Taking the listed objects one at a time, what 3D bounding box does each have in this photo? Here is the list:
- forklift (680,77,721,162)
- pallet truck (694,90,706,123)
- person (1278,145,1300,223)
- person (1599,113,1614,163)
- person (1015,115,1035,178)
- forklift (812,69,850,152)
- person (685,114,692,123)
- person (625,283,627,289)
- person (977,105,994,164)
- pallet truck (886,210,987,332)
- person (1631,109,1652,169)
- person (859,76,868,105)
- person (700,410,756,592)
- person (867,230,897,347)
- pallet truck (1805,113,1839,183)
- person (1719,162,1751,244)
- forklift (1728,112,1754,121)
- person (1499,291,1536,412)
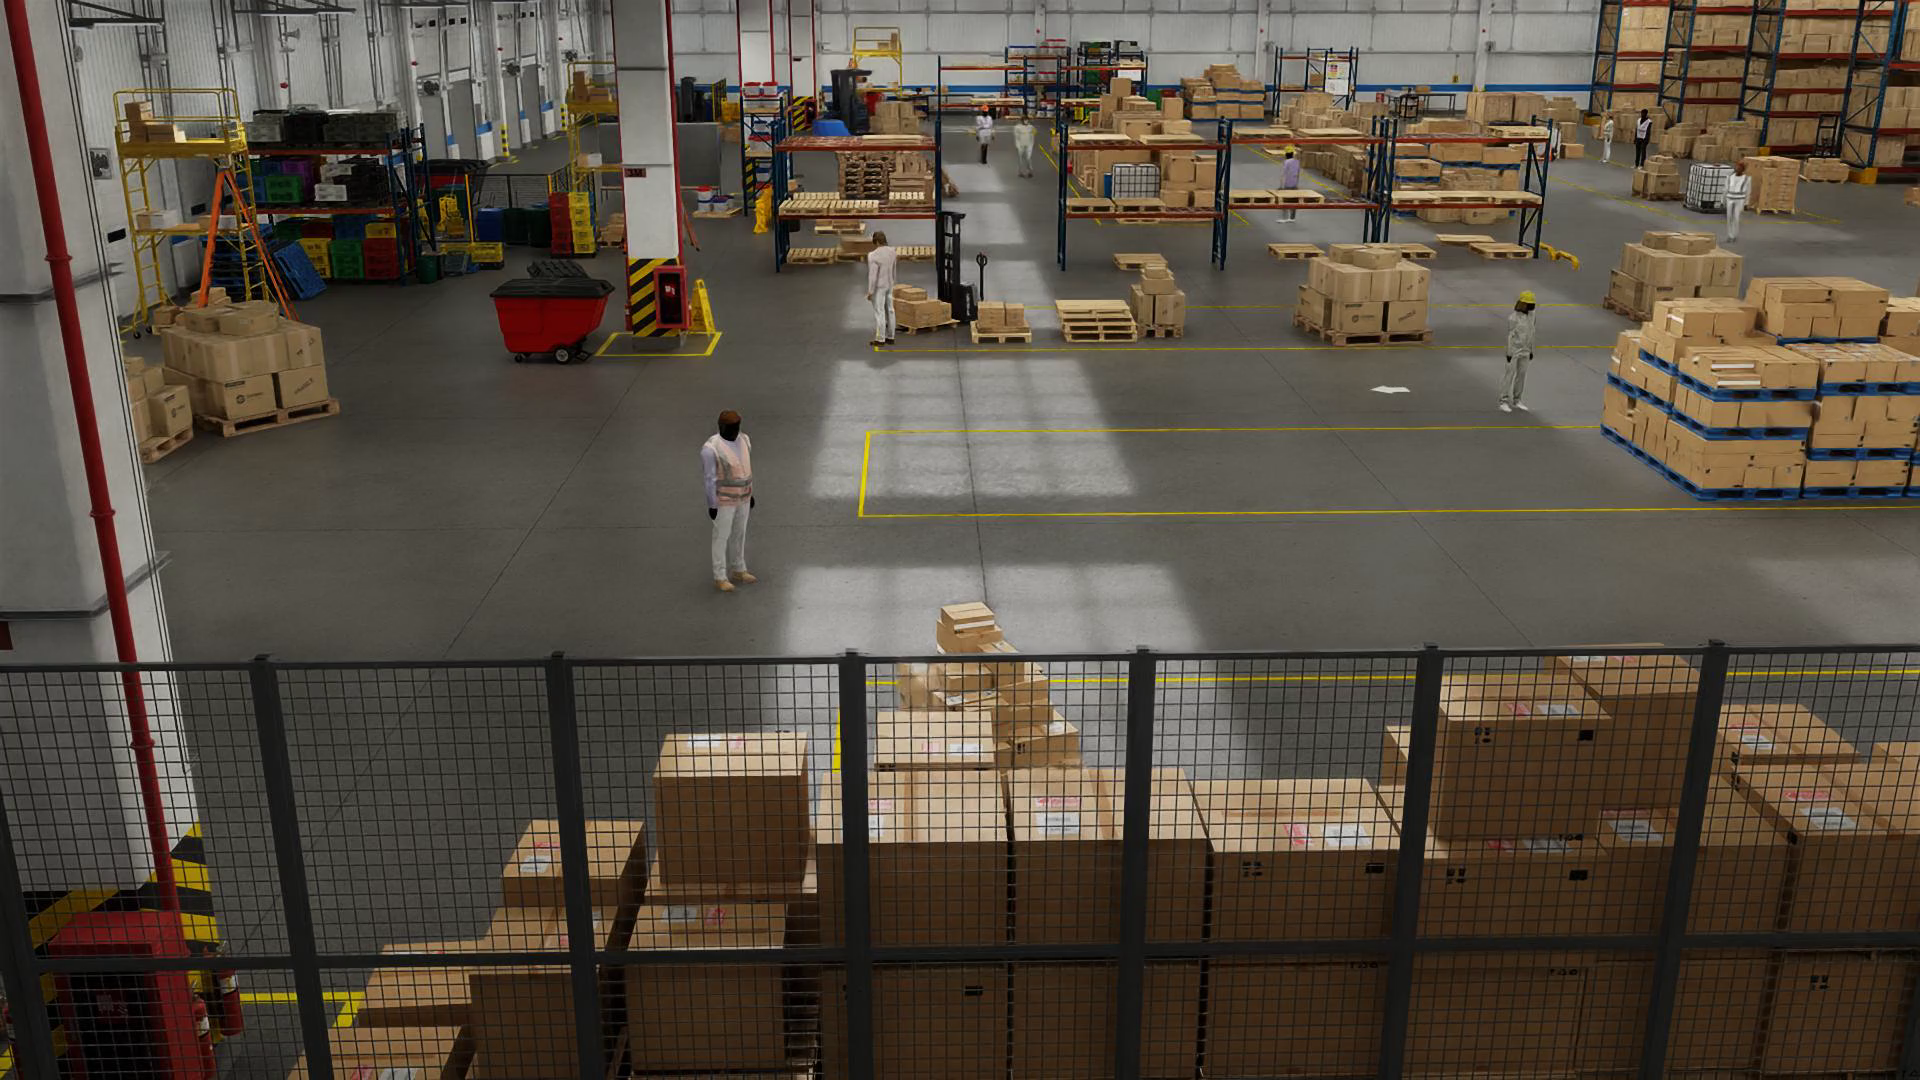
[{"bbox_3d":[-8.944,-13.866,55.007,1.873,2.768,1.129,-1,19,-1],"label":"forklift"},{"bbox_3d":[-9.671,-15.907,62.421,0.823,1.965,1.885,5,19,15],"label":"pallet truck"},{"bbox_3d":[8.302,-8.979,41.980,0.621,1.924,0.388,-18,25,-42],"label":"person"},{"bbox_3d":[21.785,-13.533,55.931,0.307,1.641,0.513,1,19,3],"label":"person"},{"bbox_3d":[2.025,-12.185,51.541,0.641,1.890,0.998,-3,19,-10],"label":"person"},{"bbox_3d":[-4.282,-15.366,59.455,1.873,2.768,1.129,-10,21,-28],"label":"forklift"},{"bbox_3d":[-8.920,-13.146,54.687,0.319,1.698,0.538,3,19,10],"label":"person"},{"bbox_3d":[-6.231,-5.823,32.667,0.569,1.888,0.957,10,21,28],"label":"person"},{"bbox_3d":[0.880,-13.474,55.343,0.546,1.914,0.724,-8,20,-23],"label":"person"},{"bbox_3d":[-0.493,-4.759,29.349,1.885,1.965,0.823,-13,23,-34],"label":"pallet truck"},{"bbox_3d":[22.140,-13.008,53.959,0.397,1.911,0.587,-8,20,-23],"label":"person"},{"bbox_3d":[-4.178,-19.106,72.038,0.389,1.925,0.624,2,19,5],"label":"person"},{"bbox_3d":[-2.290,-0.411,16.695,0.428,1.840,0.631,13,23,34],"label":"person"},{"bbox_3d":[-1.310,-4.194,27.773,0.372,1.935,0.627,15,24,38],"label":"person"},{"bbox_3d":[26.403,-11.957,50.702,0.823,1.965,1.885,6,19,16],"label":"pallet truck"},{"bbox_3d":[17.996,-7.840,38.697,0.731,1.858,0.574,-17,25,-42],"label":"person"},{"bbox_3d":[28.682,-15.409,59.582,1.873,2.768,1.129,-1,19,-1],"label":"forklift"},{"bbox_3d":[7.940,-2.674,23.571,0.482,1.735,0.336,-10,21,-26],"label":"person"}]
